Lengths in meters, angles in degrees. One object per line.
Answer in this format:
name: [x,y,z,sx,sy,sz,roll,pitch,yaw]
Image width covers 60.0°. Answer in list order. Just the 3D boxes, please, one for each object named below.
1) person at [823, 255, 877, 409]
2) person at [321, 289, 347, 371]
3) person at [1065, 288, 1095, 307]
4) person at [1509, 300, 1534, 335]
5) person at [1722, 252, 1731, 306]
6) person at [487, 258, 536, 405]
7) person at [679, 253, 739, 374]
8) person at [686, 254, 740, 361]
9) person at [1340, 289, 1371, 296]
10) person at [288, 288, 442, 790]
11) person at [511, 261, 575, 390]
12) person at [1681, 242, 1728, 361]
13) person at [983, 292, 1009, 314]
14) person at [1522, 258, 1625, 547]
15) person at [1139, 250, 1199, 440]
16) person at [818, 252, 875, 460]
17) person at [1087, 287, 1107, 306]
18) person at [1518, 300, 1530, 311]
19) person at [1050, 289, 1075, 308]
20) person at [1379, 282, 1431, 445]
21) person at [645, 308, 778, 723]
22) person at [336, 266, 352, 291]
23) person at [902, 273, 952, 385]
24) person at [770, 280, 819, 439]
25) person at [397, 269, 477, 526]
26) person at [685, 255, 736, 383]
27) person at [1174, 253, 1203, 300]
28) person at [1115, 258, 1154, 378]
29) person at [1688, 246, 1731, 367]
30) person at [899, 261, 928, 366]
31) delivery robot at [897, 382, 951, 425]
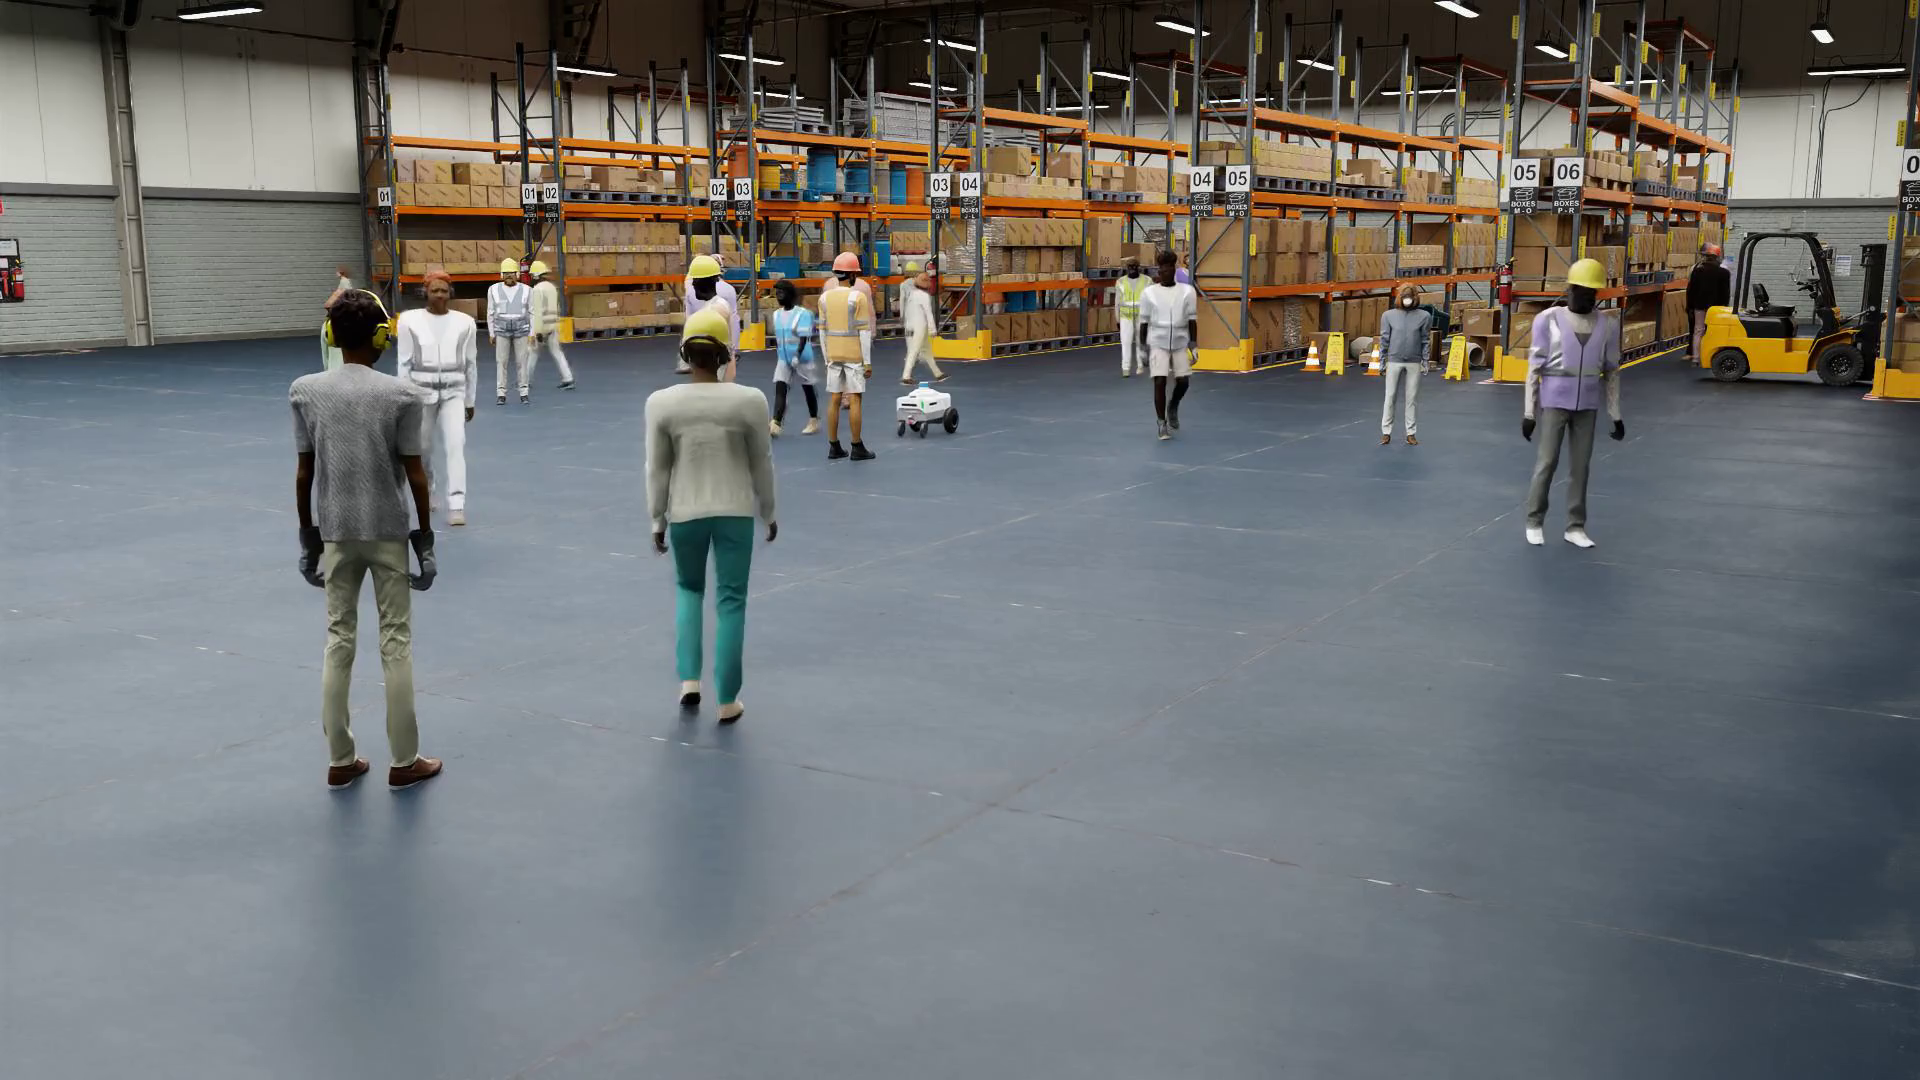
person: [-1.303,-2.562,20.483,0.670,1.881,0.734,5,11,26]
person: [-5.312,-1.353,14.411,0.499,1.633,0.281,7,12,34]
person: [2.674,-5.535,37.138,1.061,1.874,0.626,-8,13,-38]
person: [10.596,-4.611,31.506,0.606,2.045,0.389,9,13,40]
person: [17.503,-5.722,38.110,0.672,1.910,0.586,-9,14,-42]
person: [-5.638,-2.617,20.924,0.587,1.835,0.404,-3,10,-15]
person: [-3.934,-3.495,25.747,0.952,1.860,0.679,-4,11,-20]
person: [-2.595,-2.089,17.766,0.645,1.907,0.400,6,12,31]
person: [9.042,-5.699,38.136,0.678,1.853,0.997,8,13,37]
person: [-2.202,0.007,6.165,0.519,1.861,0.317,0,10,0]
person: [-5.727,-2.938,22.879,0.944,1.784,0.613,3,11,16]
person: [12.686,-4.050,28.376,0.537,2.000,0.688,-9,13,-40]
person: [0.727,-4.843,33.896,0.539,1.640,0.910,5,11,25]
person: [4.102,-0.909,11.113,0.646,1.923,0.393,-1,10,-3]
person: [2.159,-2.026,17.268,0.637,1.952,0.563,0,10,-2]
person: [-1.055,-1.710,15.556,0.544,1.939,0.354,6,12,29]
person: [3.177,-5.760,38.729,0.526,1.765,0.329,0,10,-1]
person: [12.989,-5.675,38.016,0.522,1.851,0.585,3,10,15]
person: [2.408,-5.880,38.980,0.663,1.914,0.675,2,10,11]
person: [4.474,-1.772,16.755,0.508,1.631,0.265,2,10,9]
person: [-1.053,-0.101,7.087,0.535,1.752,0.475,0,10,1]
person: [-11.650,-4.390,31.540,0.875,1.592,0.536,-4,11,-23]
person: [-0.468,-3.016,23.815,0.836,1.587,0.530,-3,11,-19]
person: [-1.762,-1.884,17.346,0.528,1.636,0.888,6,12,30]
person: [-3.831,-1.066,12.229,0.572,1.850,0.969,-4,11,-21]
person: [-1.993,-1.312,13.363,0.376,1.922,0.594,-3,10,-15]
person: [4.318,-4.509,31.480,0.570,1.846,0.377,1,10,4]
person: [2.668,-3.402,25.420,0.618,1.806,0.942,1,10,8]
person: [12.232,-3.789,27.130,0.633,1.980,0.525,8,13,38]
person: [-0.762,-3.713,27.345,0.507,1.727,0.392,-3,10,-14]
delivery robot: [-0.381,-1.430,17.596,0.477,0.478,0.707,5,11,25]
